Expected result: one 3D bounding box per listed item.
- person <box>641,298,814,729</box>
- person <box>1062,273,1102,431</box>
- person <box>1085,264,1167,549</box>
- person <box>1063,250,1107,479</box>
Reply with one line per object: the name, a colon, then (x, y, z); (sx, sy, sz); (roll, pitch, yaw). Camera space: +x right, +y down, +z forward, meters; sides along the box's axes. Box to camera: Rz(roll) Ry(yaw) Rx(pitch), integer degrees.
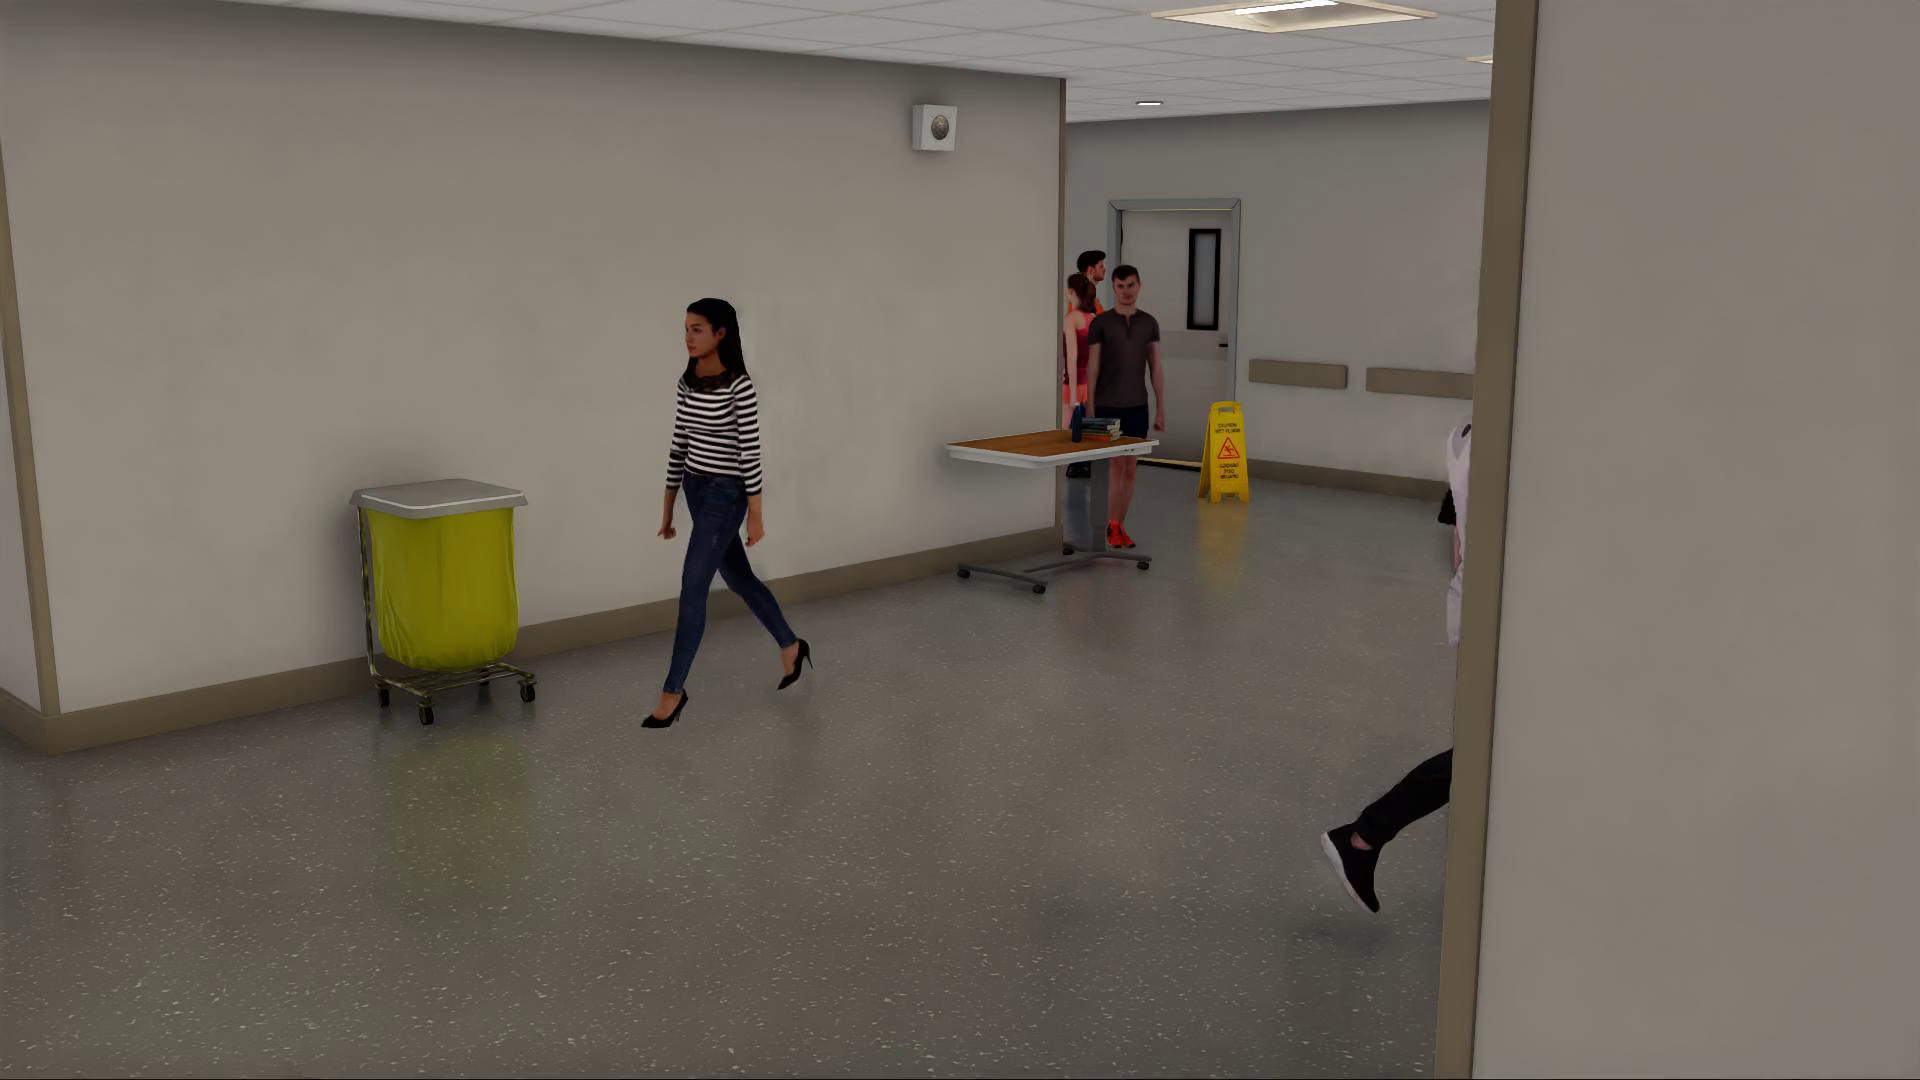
person: (-0.951, -0.102, 7.027); (1.074, 1.749, 0.694); (10, 14, 42)
person: (0.964, -1.083, 12.366); (0.646, 1.702, 1.153); (-9, 14, -38)
person: (1.026, -0.860, 10.829); (0.794, 1.838, 0.820); (-3, 11, -17)
person: (1.047, -1.479, 13.958); (0.832, 1.887, 0.788); (1, 11, 6)
